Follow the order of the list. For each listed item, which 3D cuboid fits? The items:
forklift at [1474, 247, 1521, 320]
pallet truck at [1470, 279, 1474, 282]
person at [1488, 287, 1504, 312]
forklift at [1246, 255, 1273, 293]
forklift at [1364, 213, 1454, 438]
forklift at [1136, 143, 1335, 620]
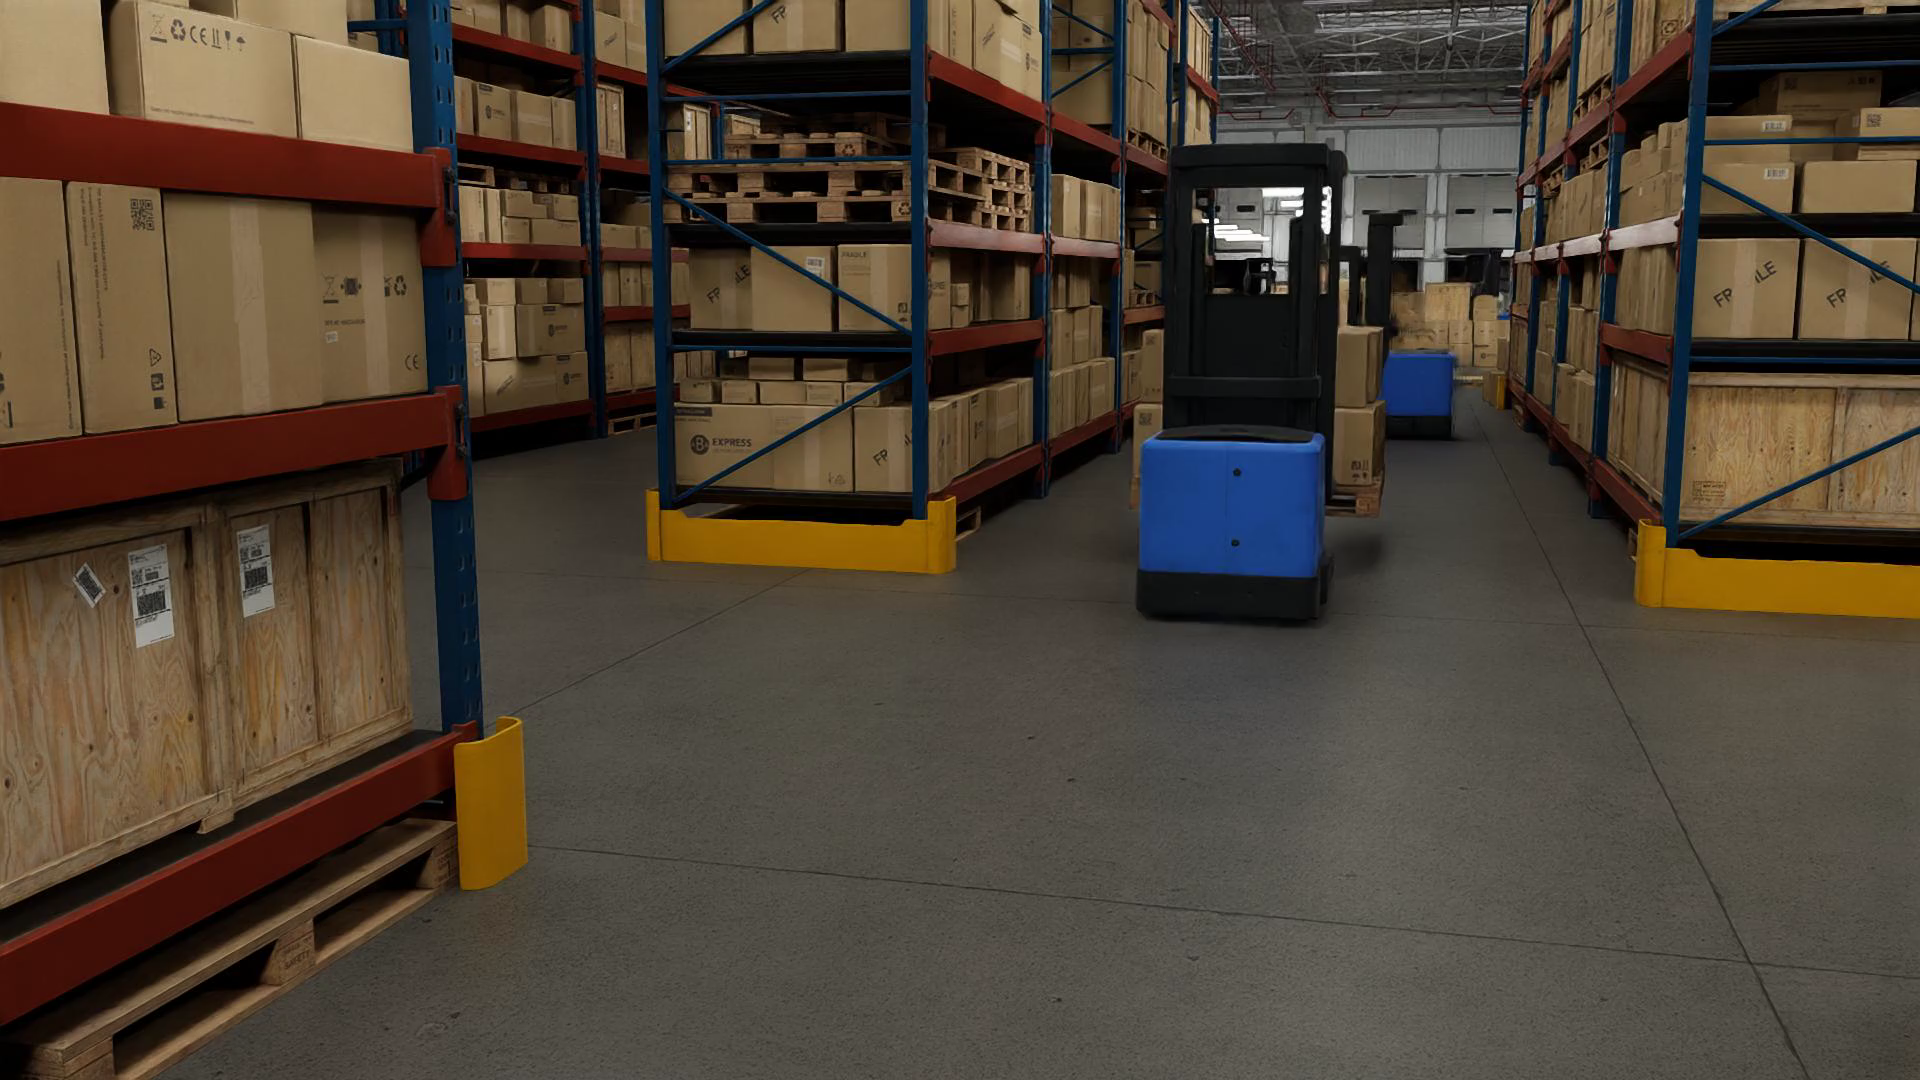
[{"bbox_3d":[13.968,-6.343,44.069,1.873,2.768,1.129,-2,9,-10],"label":"forklift"},{"bbox_3d":[18.896,-8.459,60.307,1.885,1.965,0.823,5,10,31],"label":"pallet truck"},{"bbox_3d":[14.959,-6.258,46.733,0.632,1.880,1.063,-2,9,-12],"label":"person"},{"bbox_3d":[10.551,-8.662,58.805,1.129,2.768,1.873,2,9,15],"label":"forklift"},{"bbox_3d":[5.343,-2.742,21.196,1.873,2.768,1.129,2,9,15],"label":"forklift"},{"bbox_3d":[1.762,-1.029,10.309,1.129,2.768,1.873,2,9,15],"label":"forklift"}]
